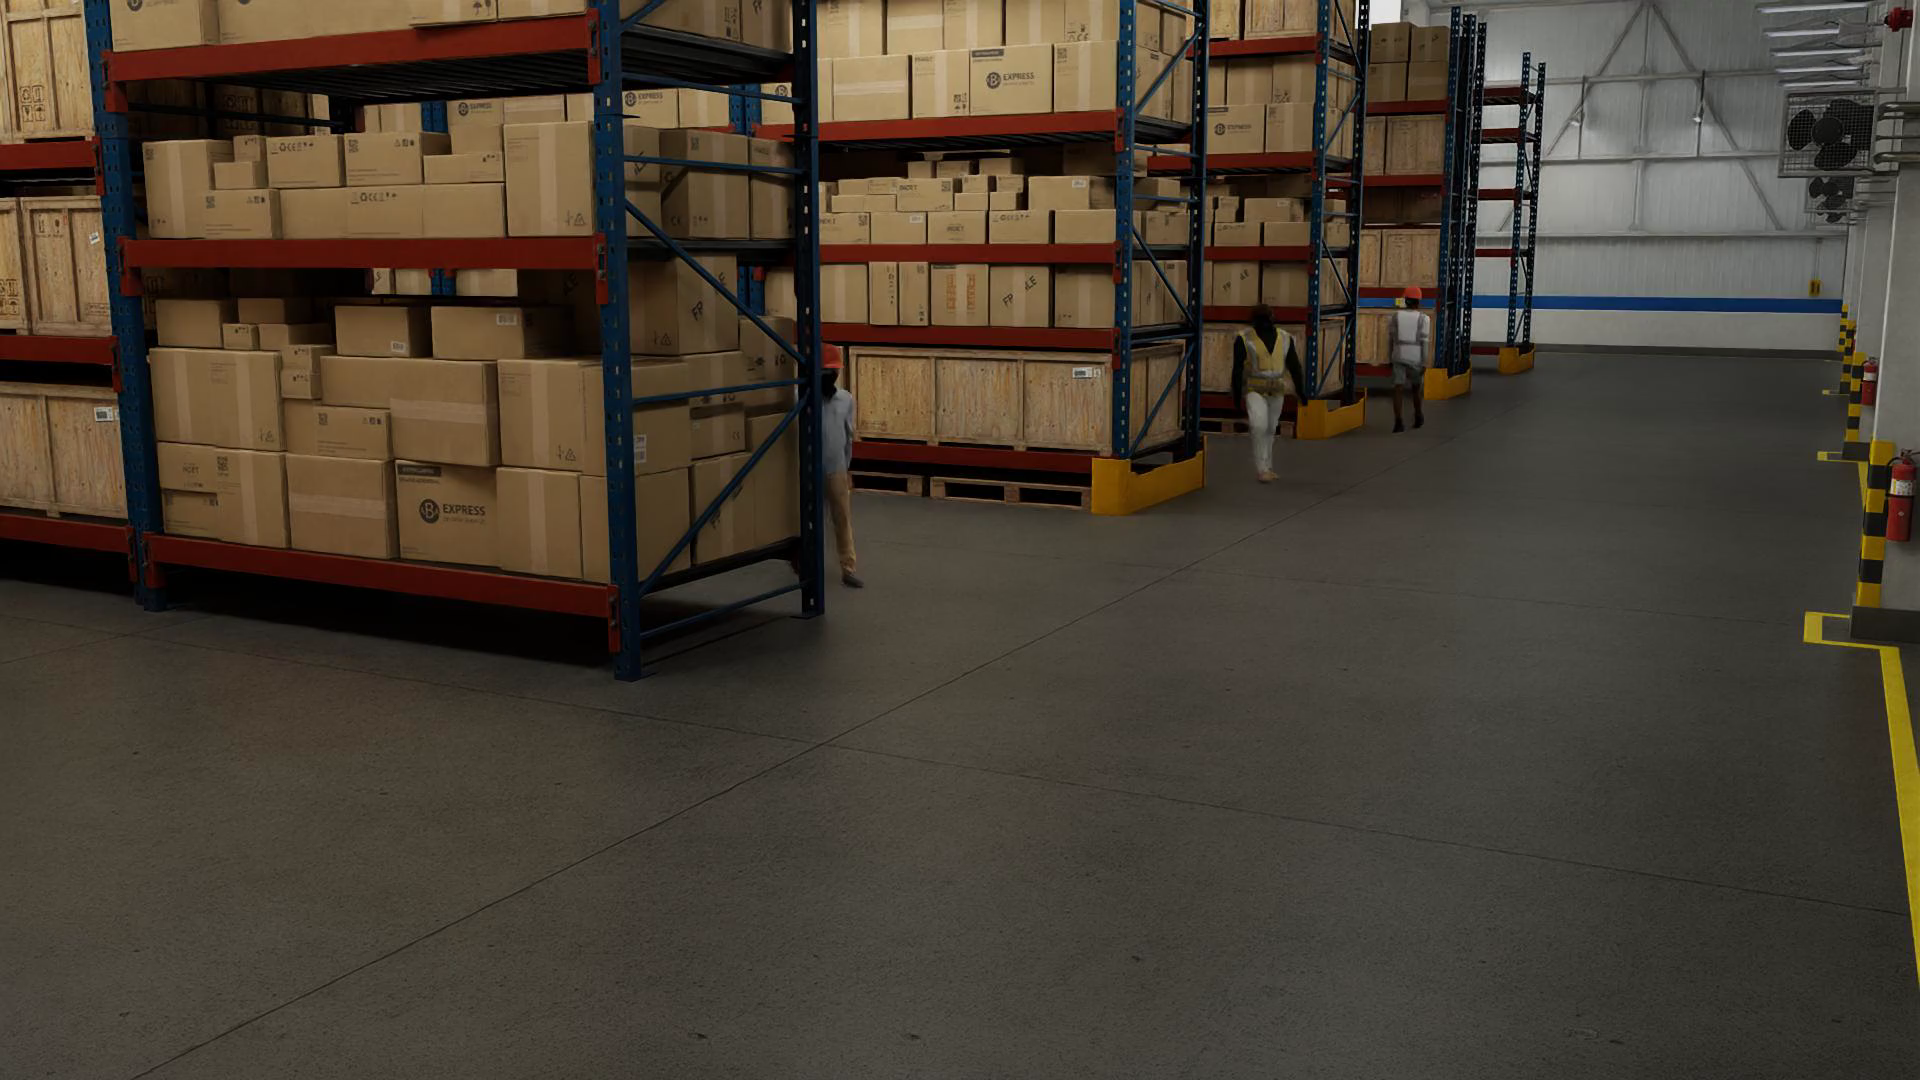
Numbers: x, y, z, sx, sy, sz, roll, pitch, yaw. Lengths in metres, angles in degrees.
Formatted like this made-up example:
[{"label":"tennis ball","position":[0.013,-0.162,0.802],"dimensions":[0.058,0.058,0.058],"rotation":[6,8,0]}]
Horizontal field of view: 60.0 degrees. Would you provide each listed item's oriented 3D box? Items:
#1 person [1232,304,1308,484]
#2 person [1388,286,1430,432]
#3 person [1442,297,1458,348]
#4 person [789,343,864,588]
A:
[{"label":"person","position":[3.167,-1.474,16.858],"dimensions":[0.707,1.805,0.798],"rotation":[-2,10,-14]},{"label":"person","position":[5.915,-2.380,21.894],"dimensions":[0.549,1.891,0.962],"rotation":[4,11,24]},{"label":"person","position":[8.622,-3.575,29.521],"dimensions":[0.307,1.644,0.514],"rotation":[-5,11,-27]},{"label":"person","position":[-0.985,-0.543,11.801],"dimensions":[0.554,1.710,0.916],"rotation":[-6,11,-29]}]
